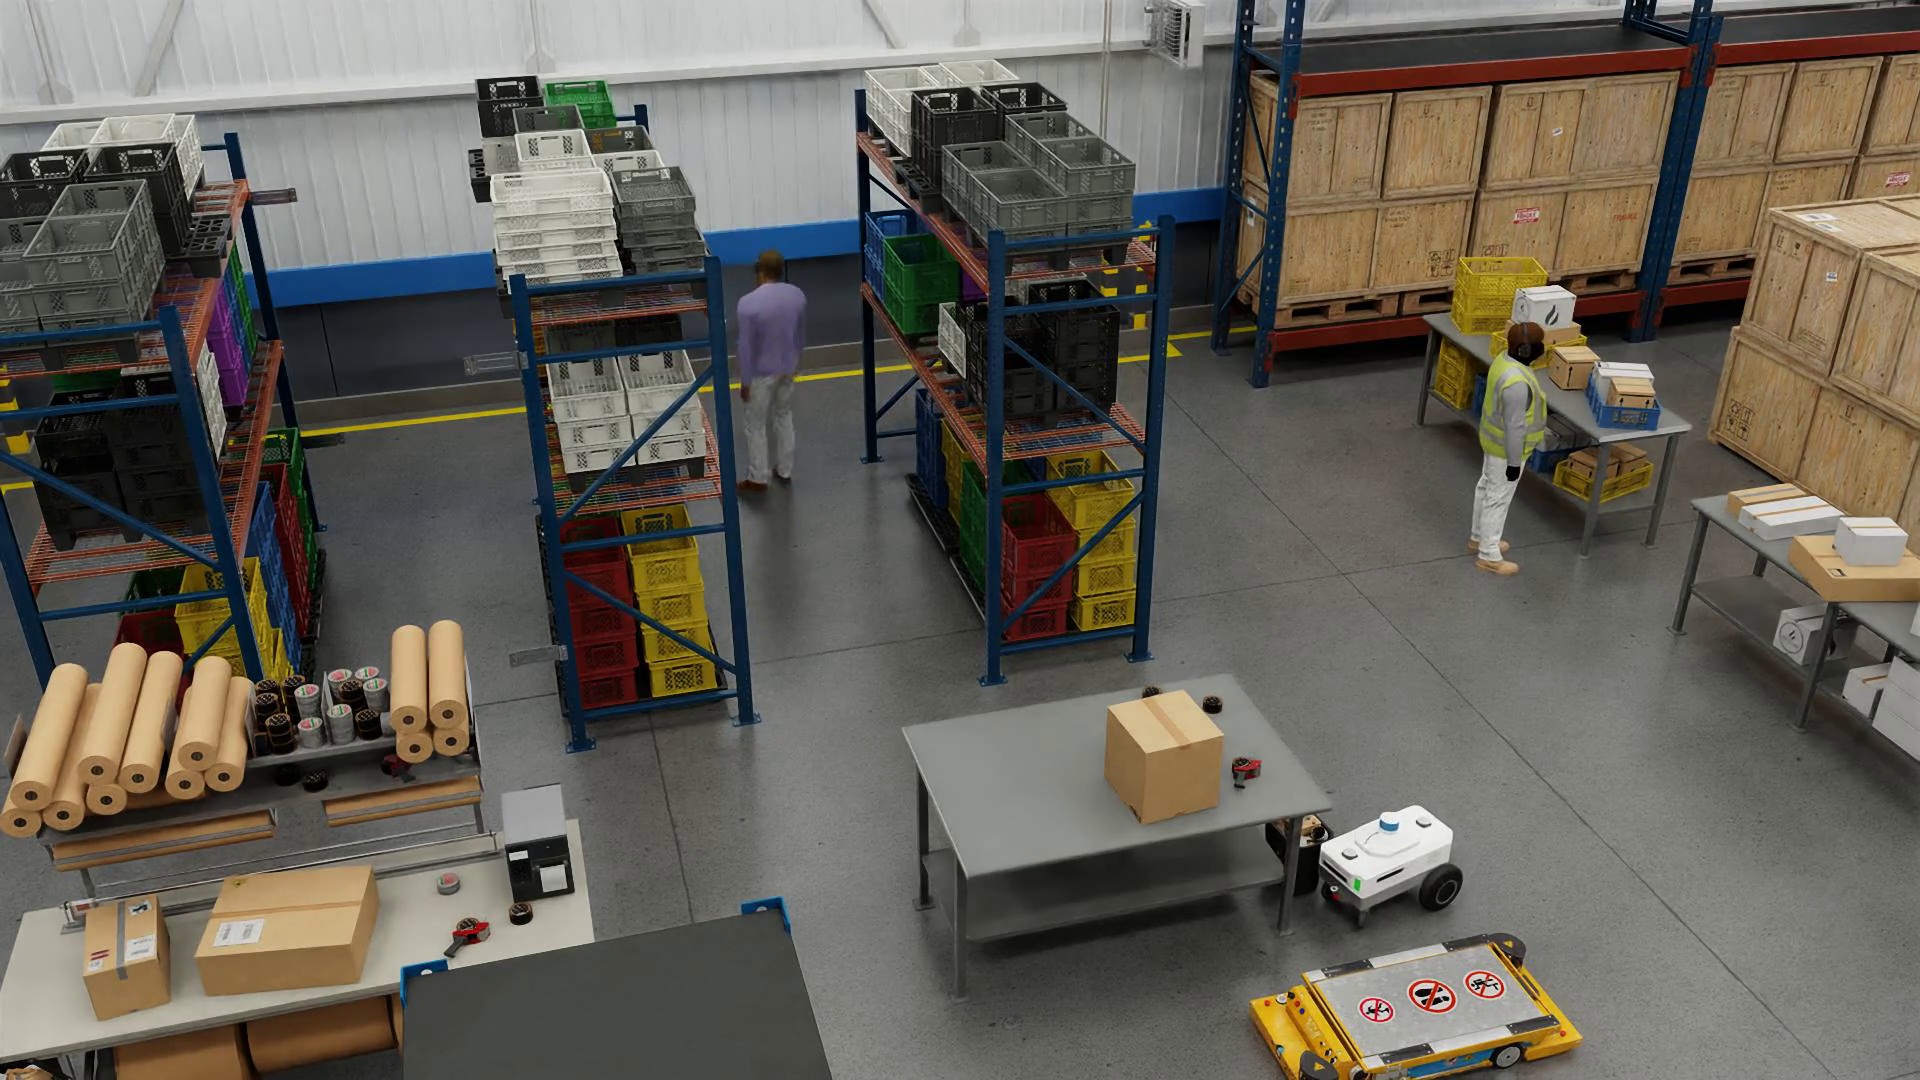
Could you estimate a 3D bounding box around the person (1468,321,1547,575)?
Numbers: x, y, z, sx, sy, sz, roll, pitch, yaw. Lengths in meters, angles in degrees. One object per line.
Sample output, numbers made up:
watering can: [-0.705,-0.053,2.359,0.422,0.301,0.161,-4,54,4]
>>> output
person: [3.867,-0.662,11.716,0.429,1.847,0.627,3,29,6]

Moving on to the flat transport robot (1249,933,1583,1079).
flat transport robot: [2.184,2.282,7.980,1.431,0.197,0.652,-8,30,-14]

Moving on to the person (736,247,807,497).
person: [-1.453,-1.305,12.837,0.422,1.895,0.706,24,37,37]

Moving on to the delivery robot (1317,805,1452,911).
delivery robot: [2.231,1.651,8.742,0.707,0.478,0.477,-16,32,-26]
